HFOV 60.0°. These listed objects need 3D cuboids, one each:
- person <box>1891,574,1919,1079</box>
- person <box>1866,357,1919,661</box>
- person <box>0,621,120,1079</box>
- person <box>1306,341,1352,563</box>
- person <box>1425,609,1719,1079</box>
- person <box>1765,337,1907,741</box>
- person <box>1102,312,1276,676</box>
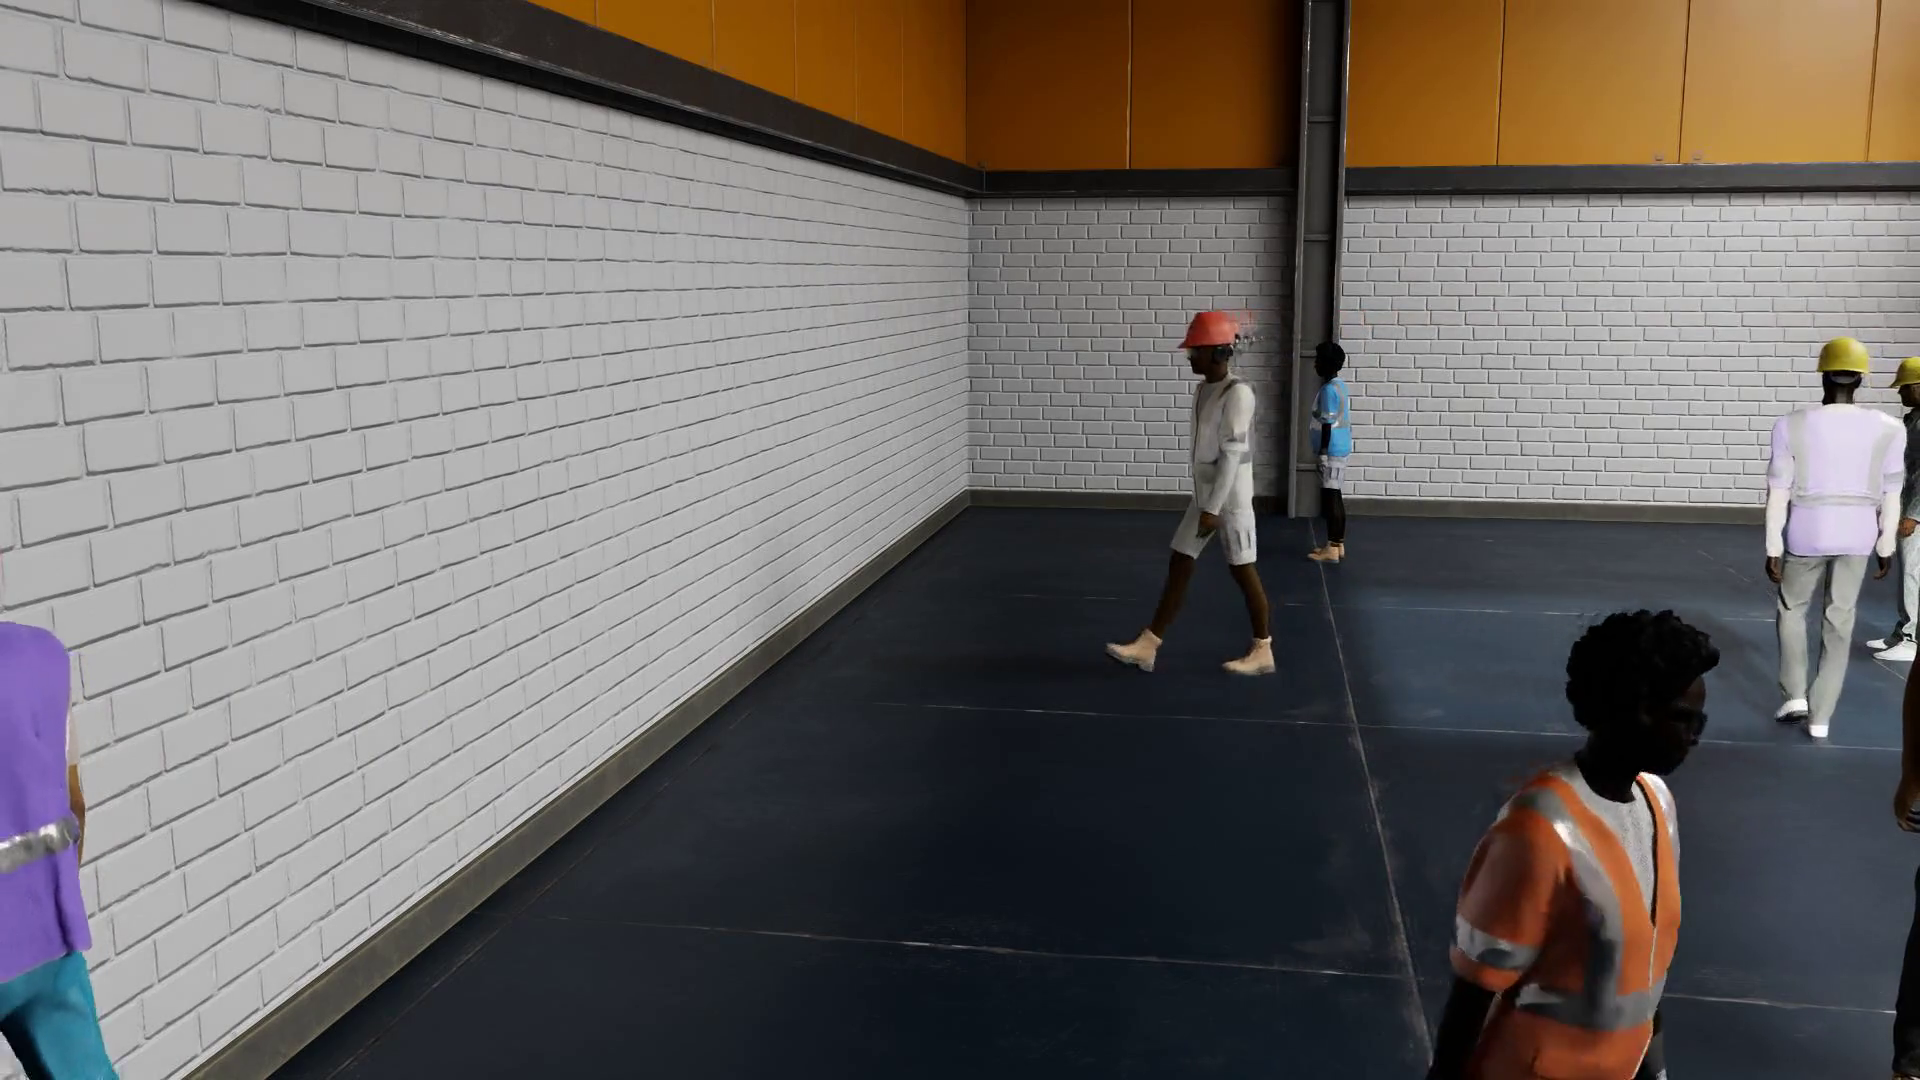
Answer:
[{"bbox_3d":[2.667,0.622,4.226,0.506,1.847,0.344,5,11,31],"label":"person"},{"bbox_3d":[5.433,-0.177,9.521,0.304,1.738,0.484,4,10,24],"label":"person"},{"bbox_3d":[-1.806,0.817,3.093,0.527,1.822,0.740,5,10,26],"label":"person"},{"bbox_3d":[2.833,-0.671,12.740,0.321,1.689,0.530,3,10,17],"label":"person"},{"bbox_3d":[1.022,0.926,2.869,0.408,1.662,0.553,9,13,43],"label":"person"},{"bbox_3d":[4.135,-0.006,7.919,0.601,1.905,0.504,3,10,18],"label":"person"},{"bbox_3d":[1.294,-0.222,9.005,1.030,1.993,0.617,-3,10,-18],"label":"person"}]
